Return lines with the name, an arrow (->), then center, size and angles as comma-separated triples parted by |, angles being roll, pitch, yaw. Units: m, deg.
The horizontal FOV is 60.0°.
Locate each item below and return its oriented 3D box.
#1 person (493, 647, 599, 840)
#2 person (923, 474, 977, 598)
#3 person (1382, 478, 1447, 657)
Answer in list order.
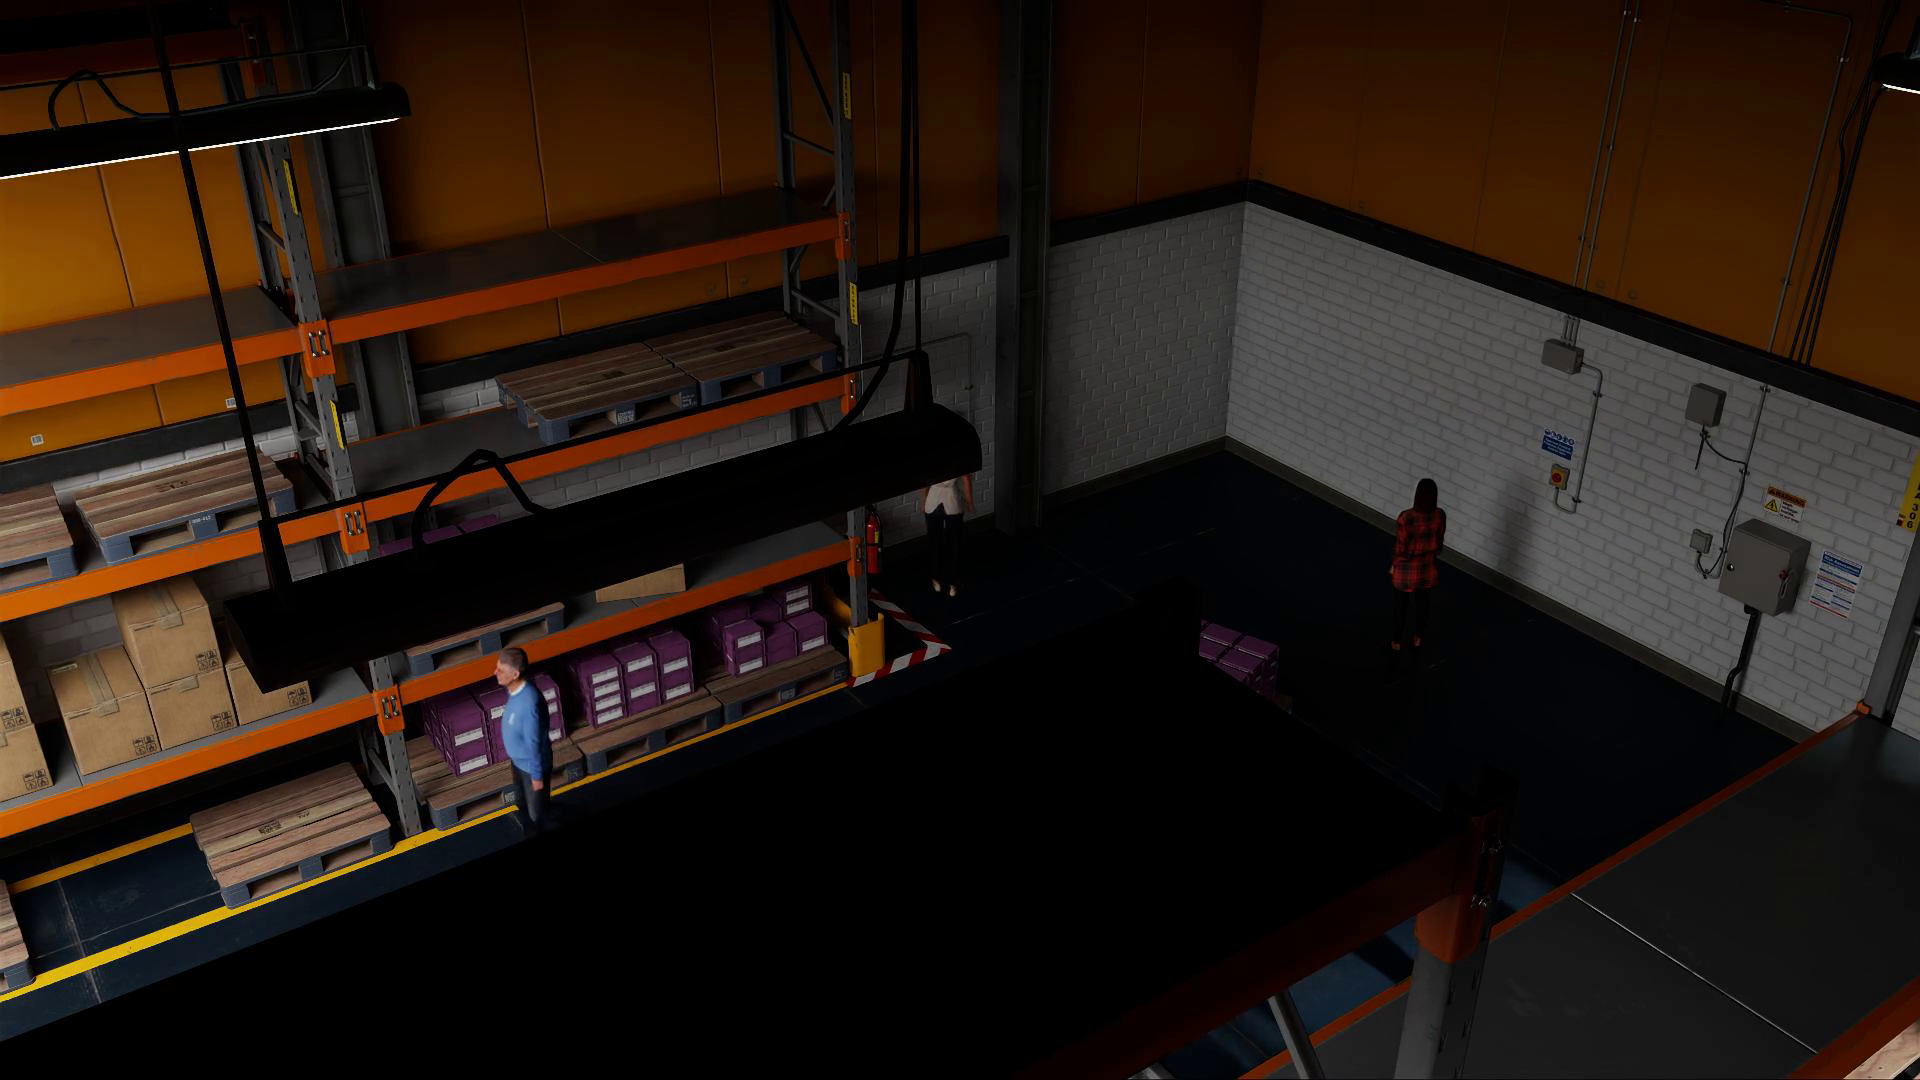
person -> -3.004, 1.542, 11.925 | 0.912, 1.800, 0.670 | -17, 33, -28
person -> -0.140, -0.299, 15.329 | 0.721, 1.773, 0.778 | 0, 29, 0
person -> 3.952, 0.231, 14.429 | 0.613, 1.704, 0.744 | -6, 29, -12
